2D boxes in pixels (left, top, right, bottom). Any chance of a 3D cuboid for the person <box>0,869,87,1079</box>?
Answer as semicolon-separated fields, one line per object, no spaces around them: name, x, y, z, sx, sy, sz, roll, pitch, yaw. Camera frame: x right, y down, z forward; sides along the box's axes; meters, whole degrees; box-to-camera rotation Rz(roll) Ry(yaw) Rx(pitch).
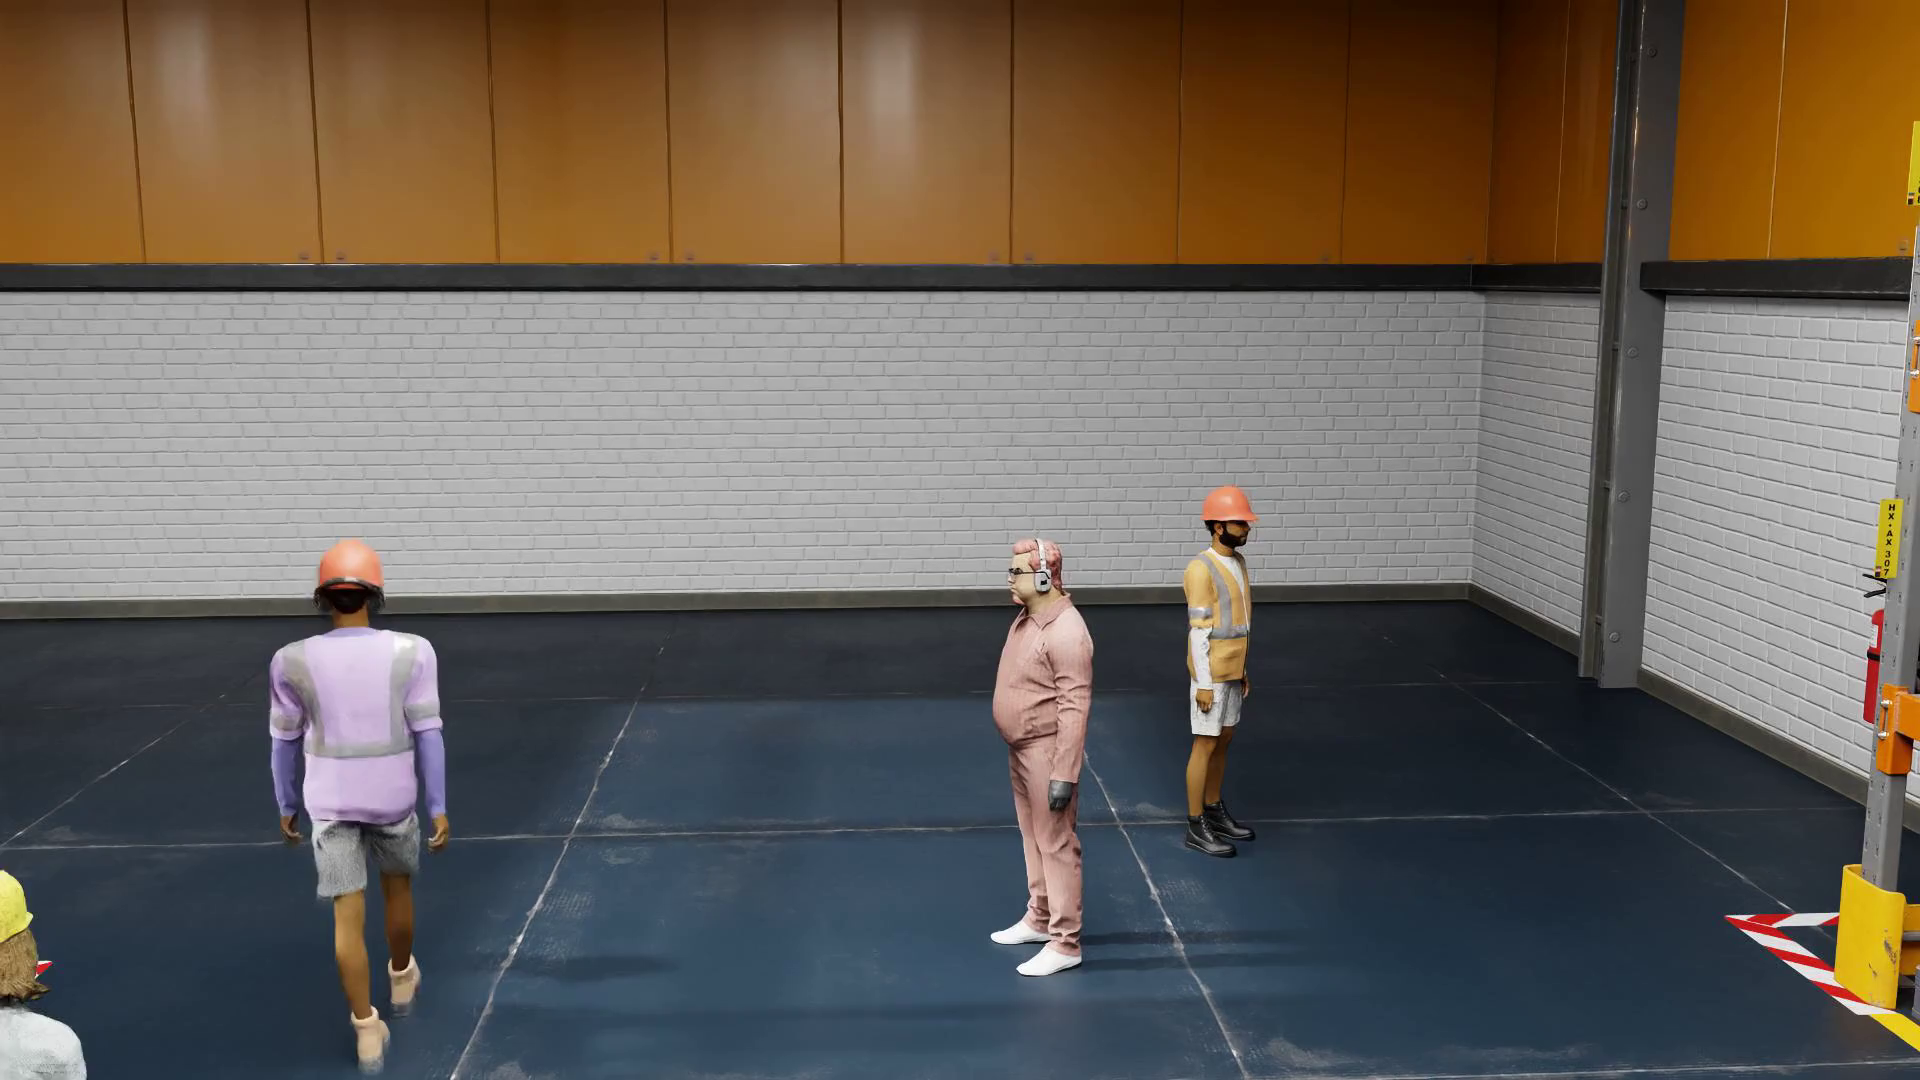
person;-2.185;1.582;3.758;0.503;1.726;0.398;0;9;-2

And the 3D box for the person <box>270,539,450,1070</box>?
person;-2.366;0.988;6.592;0.642;2.009;0.908;-3;9;-17

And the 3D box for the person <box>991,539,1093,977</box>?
person;0.338;0.936;7.264;0.402;1.906;0.652;-2;9;-15

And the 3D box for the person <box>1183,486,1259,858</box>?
person;1.381;0.678;8.768;0.347;1.943;0.544;5;11;31
